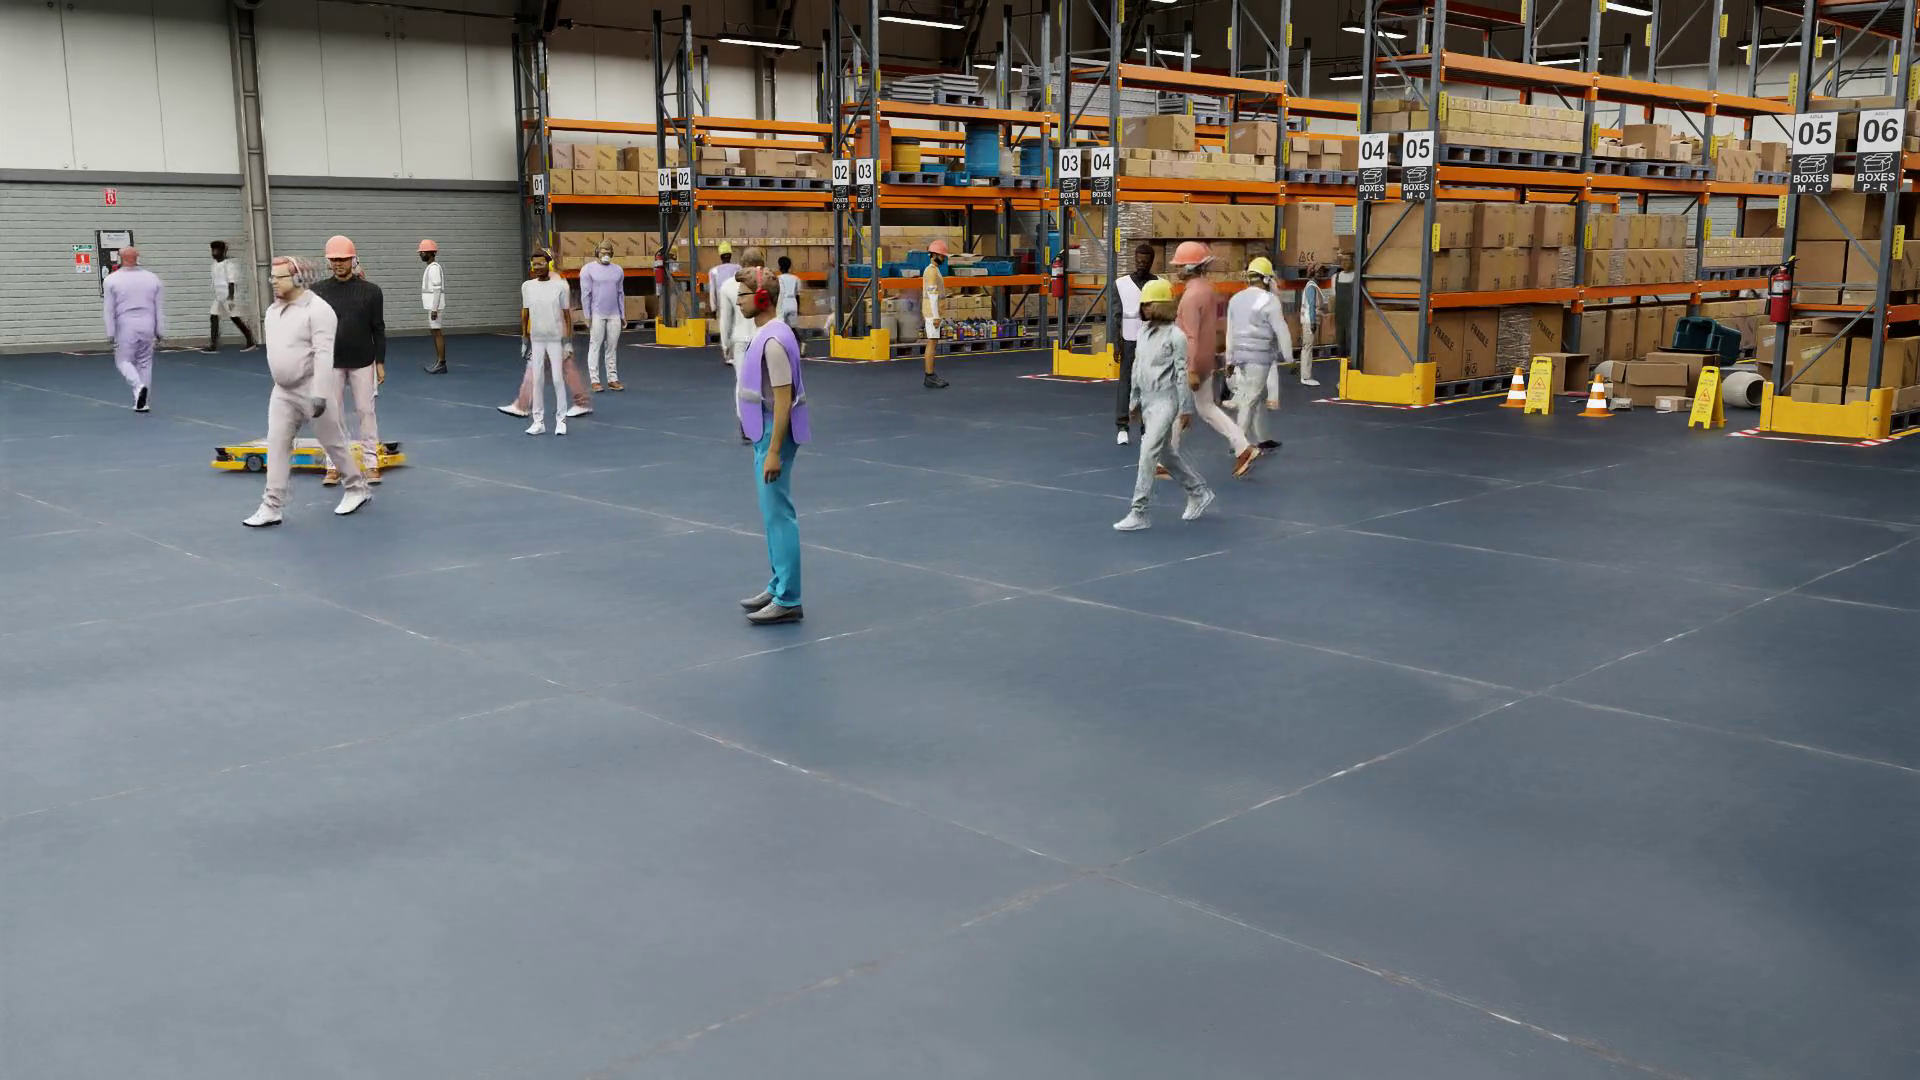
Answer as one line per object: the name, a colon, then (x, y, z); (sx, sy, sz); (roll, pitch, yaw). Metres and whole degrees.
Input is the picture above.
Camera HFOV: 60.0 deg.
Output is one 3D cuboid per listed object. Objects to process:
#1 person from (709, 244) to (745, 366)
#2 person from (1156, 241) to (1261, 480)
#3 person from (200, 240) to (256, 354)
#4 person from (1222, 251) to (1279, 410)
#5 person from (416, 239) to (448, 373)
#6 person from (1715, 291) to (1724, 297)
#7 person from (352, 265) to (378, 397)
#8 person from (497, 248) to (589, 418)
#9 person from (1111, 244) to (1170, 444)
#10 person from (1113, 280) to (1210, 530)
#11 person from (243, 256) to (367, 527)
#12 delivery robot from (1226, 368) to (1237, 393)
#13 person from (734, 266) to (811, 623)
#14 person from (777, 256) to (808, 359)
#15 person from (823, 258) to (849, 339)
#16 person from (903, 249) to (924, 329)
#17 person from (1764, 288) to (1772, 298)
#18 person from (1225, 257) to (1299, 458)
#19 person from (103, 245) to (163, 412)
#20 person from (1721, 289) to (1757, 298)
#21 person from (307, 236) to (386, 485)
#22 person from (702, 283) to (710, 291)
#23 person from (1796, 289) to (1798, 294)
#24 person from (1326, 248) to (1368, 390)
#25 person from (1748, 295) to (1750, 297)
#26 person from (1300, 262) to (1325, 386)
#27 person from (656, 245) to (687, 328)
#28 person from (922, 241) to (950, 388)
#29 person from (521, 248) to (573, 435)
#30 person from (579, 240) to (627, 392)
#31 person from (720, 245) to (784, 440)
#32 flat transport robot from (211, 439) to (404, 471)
person: (-3.583, -3.655, 25.837); (0.593, 1.867, 1.044); (1, 10, 5)
person: (2.000, -1.468, 13.668); (0.921, 1.963, 0.622); (5, 12, 26)
person: (-12.594, -4.174, 28.529); (0.617, 1.922, 0.983); (7, 12, 32)
person: (3.351, -2.406, 19.170); (0.779, 1.808, 0.664); (5, 11, 24)
person: (-7.732, -3.417, 24.343); (0.361, 1.935, 0.553); (-4, 11, -21)
person: (16.660, -5.610, 36.309); (0.373, 1.933, 0.549); (4, 11, 22)
person: (-7.451, -2.593, 20.696); (0.320, 1.628, 0.508); (-7, 12, -32)
person: (-4.557, -2.255, 18.234); (1.013, 1.848, 0.672); (-7, 12, -33)
person: (1.747, -1.884, 16.114); (0.587, 1.891, 0.393); (-2, 11, -11)
person: (1.428, -0.949, 11.519); (0.849, 1.708, 0.493); (-6, 12, -30)
person: (-4.623, -1.061, 11.733); (0.656, 1.860, 0.991); (5, 11, 23)
delivery robot: (3.538, -2.042, 20.479); (0.477, 0.478, 0.707); (5, 12, 27)
person: (-0.970, -0.499, 8.688); (0.374, 1.840, 0.572); (-2, 11, -11)
person: (-2.711, -3.645, 26.300); (0.536, 1.677, 0.579); (-9, 14, -41)
person: (-2.367, -4.644, 31.878); (0.525, 1.620, 0.456); (9, 14, 41)
person: (-0.875, -4.330, 29.831); (0.523, 1.747, 0.692); (8, 13, 36)
person: (17.587, -5.547, 35.861); (0.389, 1.989, 0.742); (-3, 11, -16)
person: (2.768, -1.647, 15.087); (0.801, 1.795, 0.610); (-5, 12, -27)
person: (-9.319, -2.378, 18.810); (0.616, 1.889, 0.649); (10, 14, 43)
person: (15.412, -4.950, 32.898); (0.624, 1.858, 0.677); (-2, 11, -10)
person: (-4.952, -1.447, 13.442); (0.609, 1.995, 0.376); (-3, 11, -15)
person: (-4.878, -4.864, 32.436); (0.508, 1.865, 0.329); (10, 14, 43)
person: (16.771, -4.948, 32.870); (1.065, 1.870, 0.626); (-6, 12, -29)
person: (5.031, -2.865, 21.626); (0.553, 1.827, 0.435); (9, 14, 40)
person: (15.979, -5.115, 33.841); (0.492, 1.844, 0.624); (2, 11, 11)
person: (4.716, -2.893, 22.305); (0.313, 1.638, 0.513); (2, 11, 11)
person: (-5.584, -4.861, 32.586); (0.610, 1.798, 0.789); (4, 11, 20)
person: (-0.319, -3.006, 22.128); (0.372, 1.928, 0.543); (-1, 10, -4)
person: (-4.175, -1.997, 16.798); (0.530, 1.864, 0.311); (1, 10, 4)
person: (-4.587, -2.890, 21.482); (0.627, 1.934, 0.371); (-9, 14, -42)
person: (-2.049, -1.945, 16.405); (0.637, 1.914, 0.891); (0, 10, -3)
flat transport robot: (-5.659, -0.746, 14.440); (1.431, 0.197, 0.652); (2, 11, 9)
